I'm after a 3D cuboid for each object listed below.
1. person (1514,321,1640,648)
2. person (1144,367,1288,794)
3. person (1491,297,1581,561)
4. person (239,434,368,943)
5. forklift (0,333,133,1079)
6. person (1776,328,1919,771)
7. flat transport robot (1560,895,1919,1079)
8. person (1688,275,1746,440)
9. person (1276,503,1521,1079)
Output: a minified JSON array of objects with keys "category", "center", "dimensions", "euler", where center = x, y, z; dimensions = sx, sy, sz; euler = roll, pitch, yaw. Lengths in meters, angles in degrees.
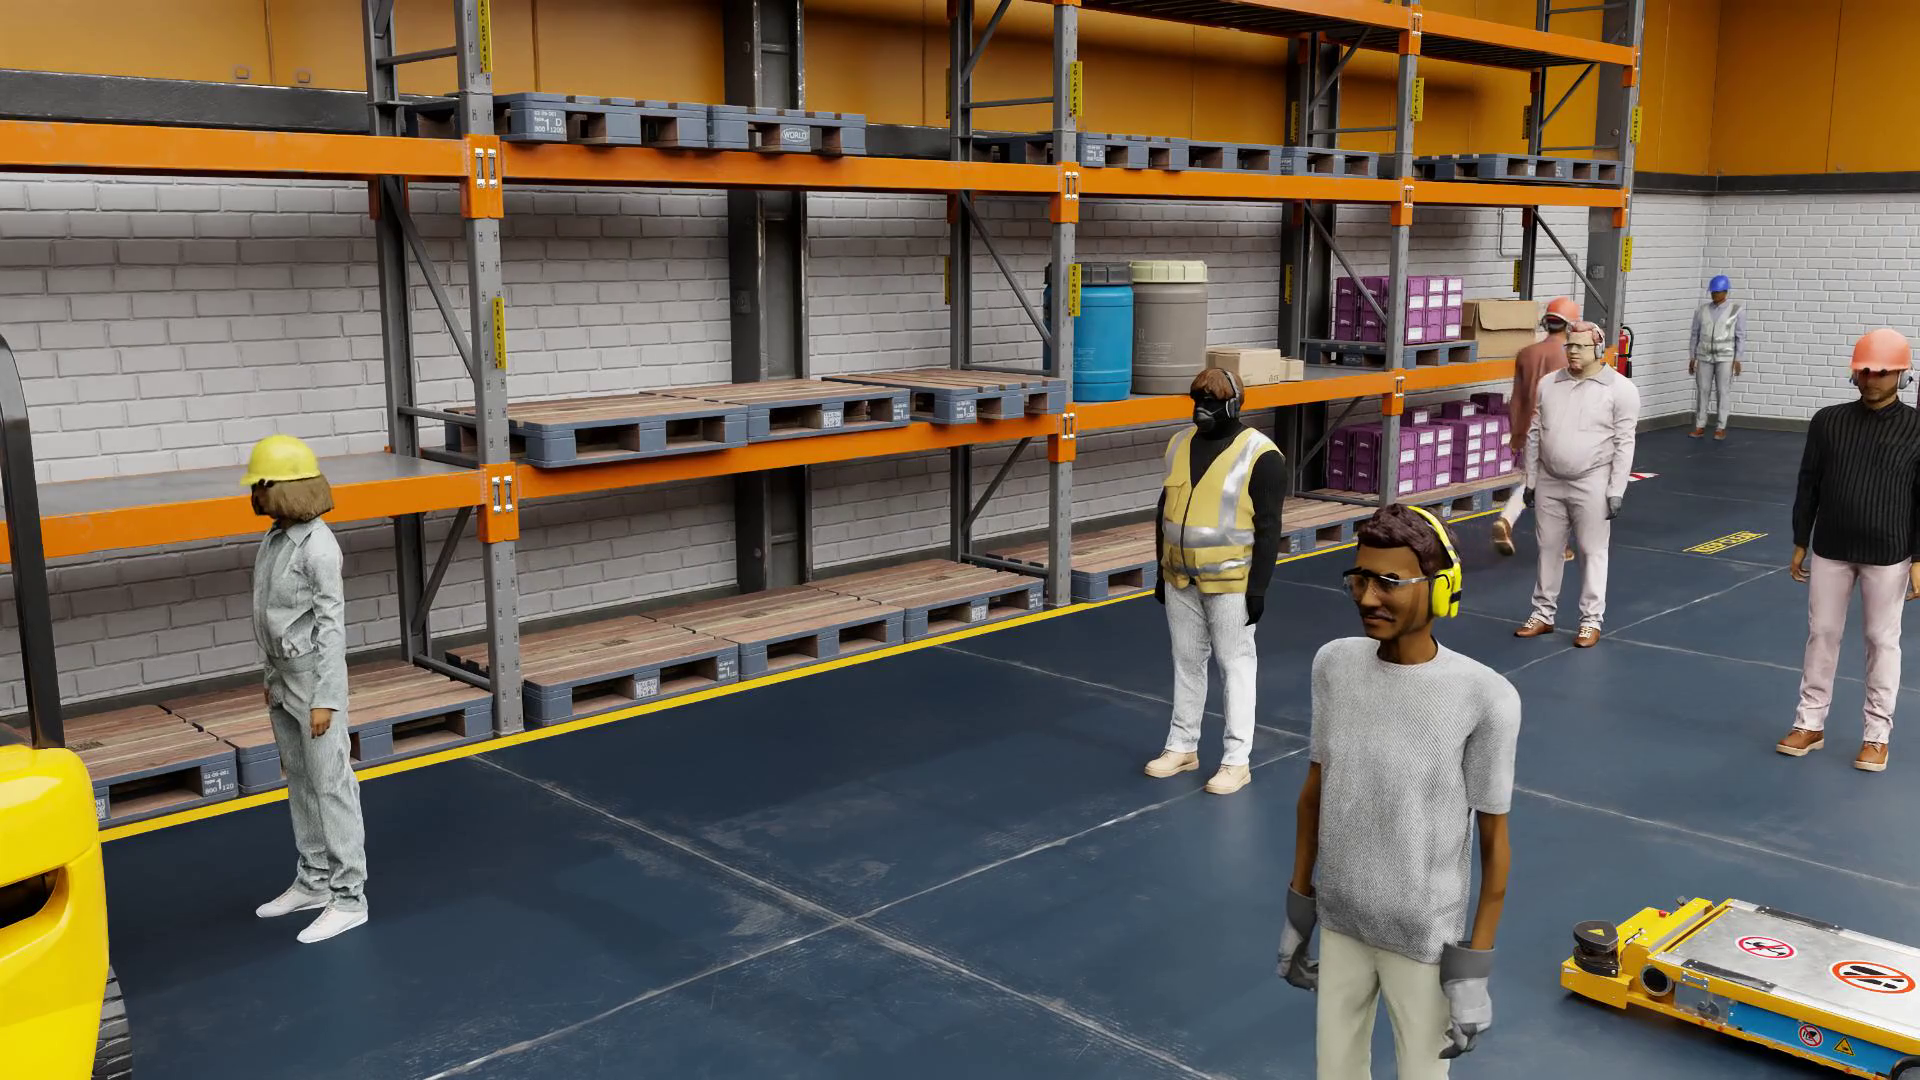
[{"category":"person","center":[3.617,-0.328,9.801],"dimensions":[0.643,1.909,0.410],"euler":[10,15,44]},{"category":"person","center":[1.093,0.173,7.248],"dimensions":[0.627,1.844,0.429],"euler":[10,15,44]},{"category":"person","center":[4.247,-0.783,12.122],"dimensions":[0.692,1.969,0.625],"euler":[-8,13,-38]},{"category":"person","center":[-2.269,0.502,5.720],"dimensions":[0.486,1.744,0.296],"euler":[10,15,44]},{"category":"forklift","center":[-3.289,0.485,4.582],"dimensions":[1.214,2.155,2.313],"euler":[-10,14,-44]},{"category":"person","center":[4.089,0.040,7.549],"dimensions":[0.611,1.995,0.376],"euler":[10,15,44]},{"category":"flat transport robot","center":[2.633,1.374,4.980],"dimensions":[0.652,0.197,1.431],"euler":[-10,15,-44]},{"category":"person","center":[8.922,-2.146,19.677],"dimensions":[0.632,1.934,0.468],"euler":[9,14,42]},{"category":"person","center":[0.893,0.843,3.514],"dimensions":[0.511,1.872,0.328],"euler":[10,15,44]}]
